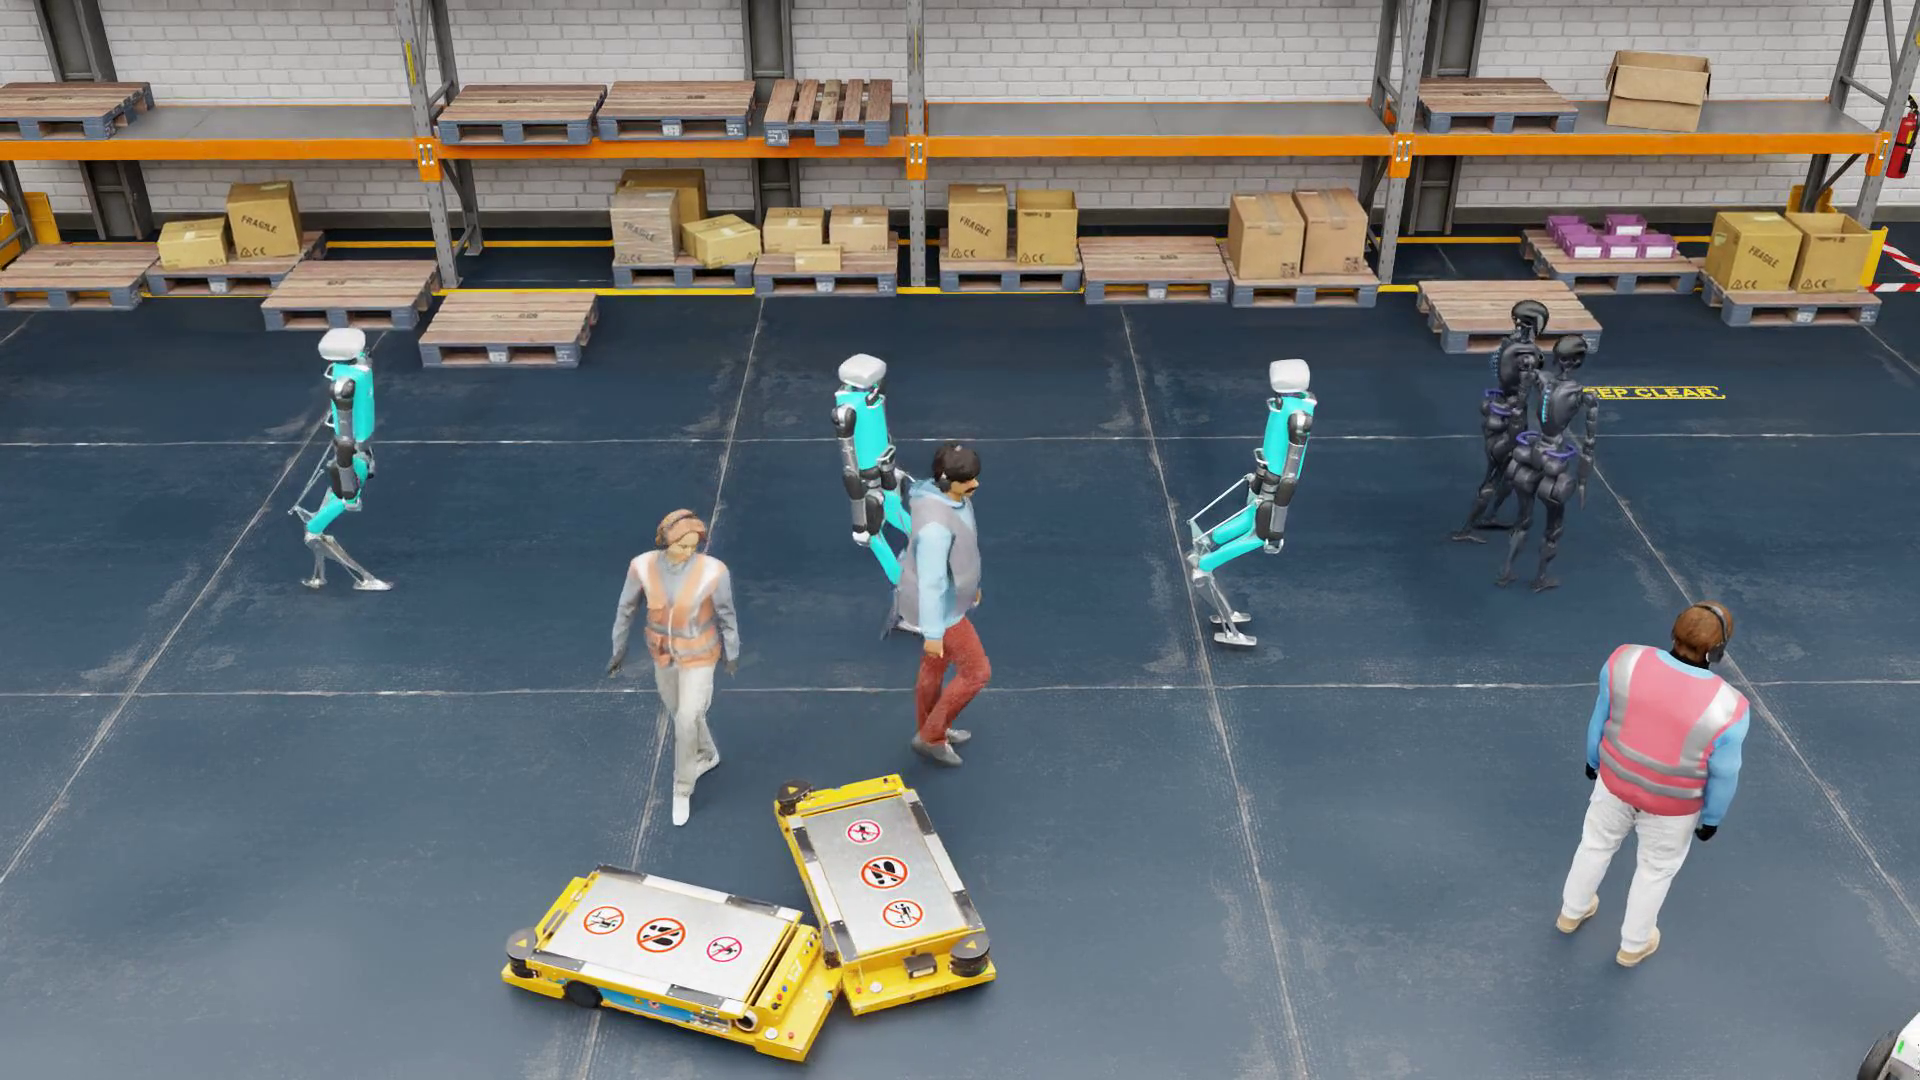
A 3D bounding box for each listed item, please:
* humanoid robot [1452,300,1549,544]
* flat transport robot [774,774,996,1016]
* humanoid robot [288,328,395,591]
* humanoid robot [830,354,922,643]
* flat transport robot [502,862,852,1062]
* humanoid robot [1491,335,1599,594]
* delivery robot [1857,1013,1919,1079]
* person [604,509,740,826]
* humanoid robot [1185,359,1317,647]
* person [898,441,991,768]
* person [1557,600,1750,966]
[{"bbox_3d":[3.372,-0.705,10.224,0.465,1.644,0.600,2,31,4],"label":"humanoid robot"},{"bbox_3d":[-0.384,1.585,7.772,0.659,0.231,1.431,-10,32,-17],"label":"flat transport robot"},{"bbox_3d":[-3.731,-0.365,9.659,0.886,1.830,0.557,-1,31,-2],"label":"humanoid robot"},{"bbox_3d":[-0.309,-0.119,9.275,0.739,1.870,0.538,11,33,17],"label":"humanoid robot"},{"bbox_3d":[-1.232,1.839,7.349,1.431,0.231,0.659,10,32,16],"label":"flat transport robot"},{"bbox_3d":[3.423,-0.425,9.773,0.377,1.665,0.595,-23,38,-33],"label":"humanoid robot"},{"bbox_3d":[4.066,2.051,6.730,0.807,0.606,0.499,-23,38,-33],"label":"delivery robot"},{"bbox_3d":[-1.406,0.603,8.111,0.598,1.602,0.555,11,33,18],"label":"person"},{"bbox_3d":[1.534,-0.197,9.213,0.728,1.690,0.532,0,31,0],"label":"humanoid robot"},{"bbox_3d":[-0.075,0.328,8.325,0.472,1.861,0.549,-2,31,-3],"label":"person"},{"bbox_3d":[2.983,1.052,7.147,0.634,1.831,0.430,26,40,36],"label":"person"}]
